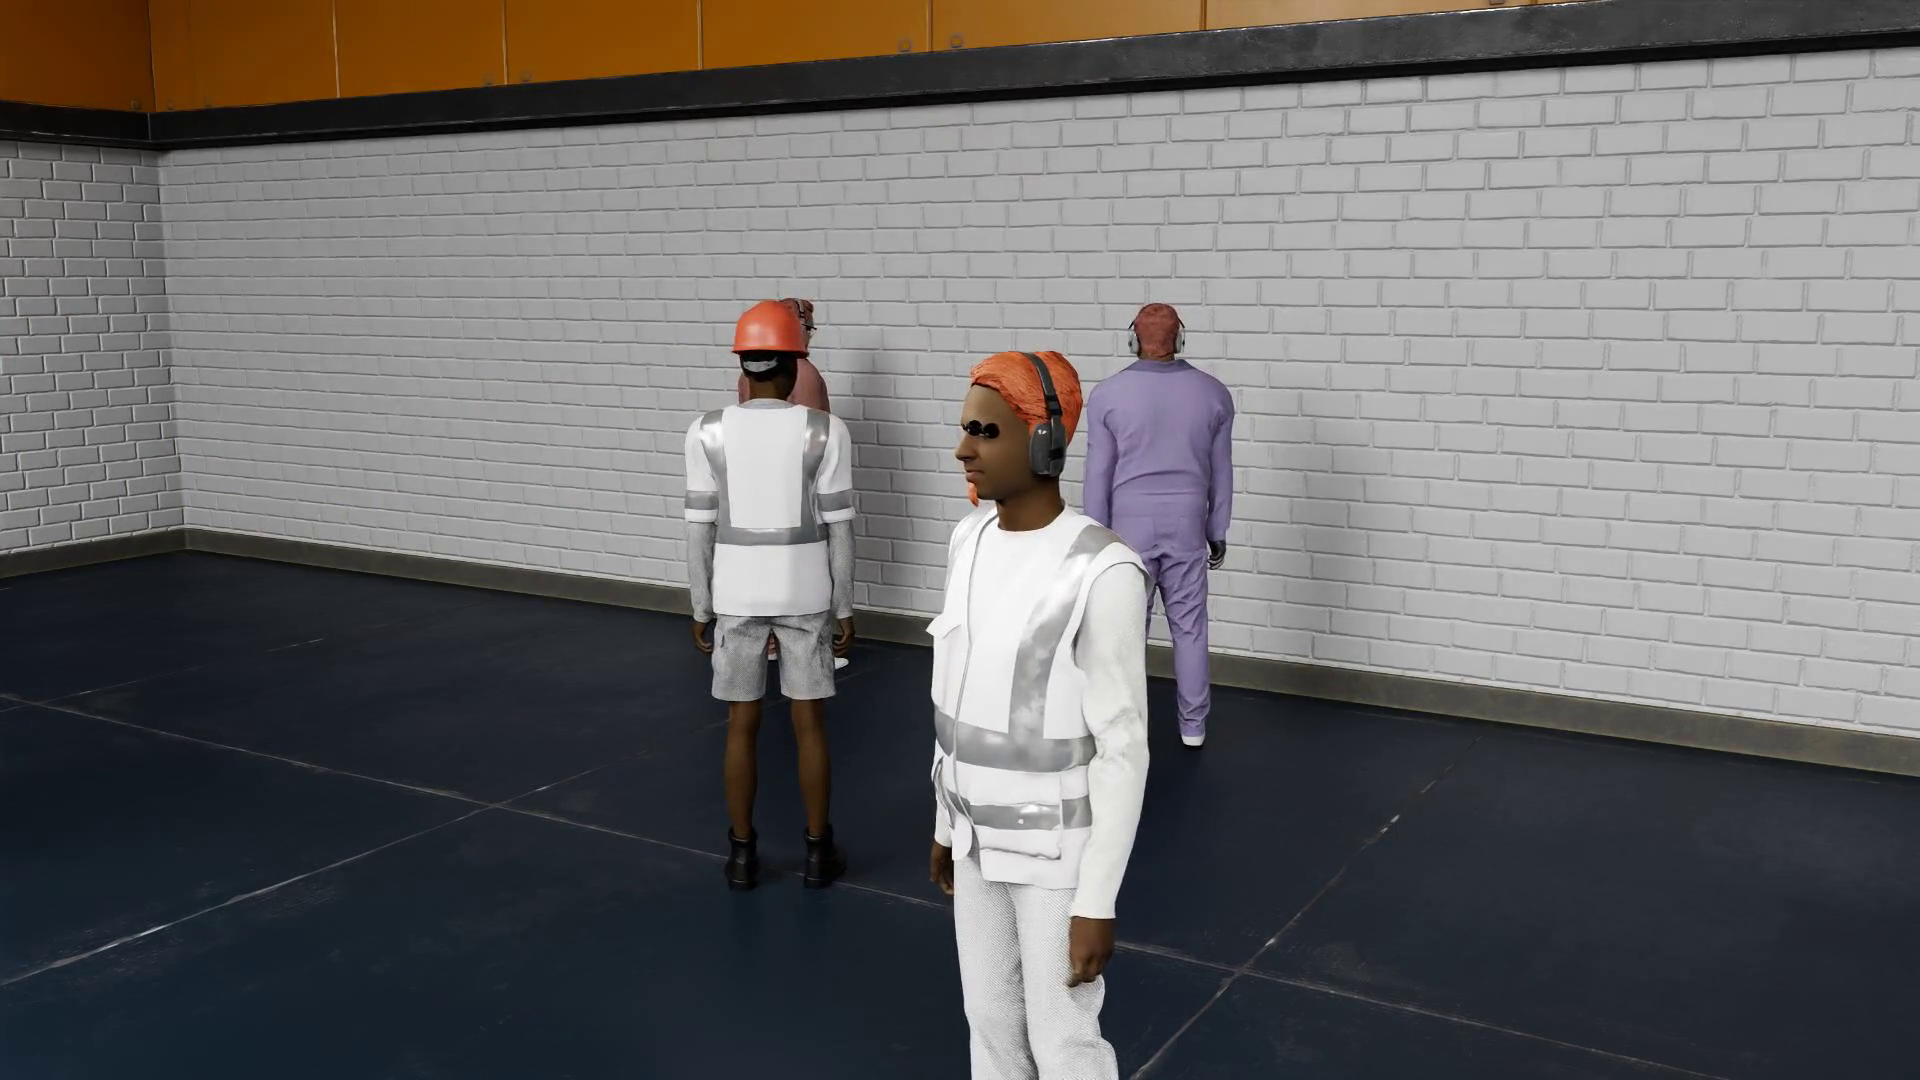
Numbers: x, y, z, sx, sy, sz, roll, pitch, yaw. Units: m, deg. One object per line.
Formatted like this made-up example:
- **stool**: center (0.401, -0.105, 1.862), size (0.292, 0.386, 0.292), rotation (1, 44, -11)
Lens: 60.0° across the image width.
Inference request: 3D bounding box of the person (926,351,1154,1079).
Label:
- **person**: center (0.117, 0.588, 3.143), size (0.356, 1.883, 0.572), rotation (-6, 11, -32)

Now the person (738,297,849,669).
- **person**: center (-0.848, -0.281, 8.513), size (0.409, 1.903, 0.639), rotation (-8, 12, -39)

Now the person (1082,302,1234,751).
- **person**: center (0.822, -0.046, 7.032), size (0.652, 1.904, 0.402), rotation (-2, 9, -10)

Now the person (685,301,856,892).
- **person**: center (-0.615, 0.188, 5.475), size (0.550, 1.933, 0.375), rotation (0, 9, -1)
